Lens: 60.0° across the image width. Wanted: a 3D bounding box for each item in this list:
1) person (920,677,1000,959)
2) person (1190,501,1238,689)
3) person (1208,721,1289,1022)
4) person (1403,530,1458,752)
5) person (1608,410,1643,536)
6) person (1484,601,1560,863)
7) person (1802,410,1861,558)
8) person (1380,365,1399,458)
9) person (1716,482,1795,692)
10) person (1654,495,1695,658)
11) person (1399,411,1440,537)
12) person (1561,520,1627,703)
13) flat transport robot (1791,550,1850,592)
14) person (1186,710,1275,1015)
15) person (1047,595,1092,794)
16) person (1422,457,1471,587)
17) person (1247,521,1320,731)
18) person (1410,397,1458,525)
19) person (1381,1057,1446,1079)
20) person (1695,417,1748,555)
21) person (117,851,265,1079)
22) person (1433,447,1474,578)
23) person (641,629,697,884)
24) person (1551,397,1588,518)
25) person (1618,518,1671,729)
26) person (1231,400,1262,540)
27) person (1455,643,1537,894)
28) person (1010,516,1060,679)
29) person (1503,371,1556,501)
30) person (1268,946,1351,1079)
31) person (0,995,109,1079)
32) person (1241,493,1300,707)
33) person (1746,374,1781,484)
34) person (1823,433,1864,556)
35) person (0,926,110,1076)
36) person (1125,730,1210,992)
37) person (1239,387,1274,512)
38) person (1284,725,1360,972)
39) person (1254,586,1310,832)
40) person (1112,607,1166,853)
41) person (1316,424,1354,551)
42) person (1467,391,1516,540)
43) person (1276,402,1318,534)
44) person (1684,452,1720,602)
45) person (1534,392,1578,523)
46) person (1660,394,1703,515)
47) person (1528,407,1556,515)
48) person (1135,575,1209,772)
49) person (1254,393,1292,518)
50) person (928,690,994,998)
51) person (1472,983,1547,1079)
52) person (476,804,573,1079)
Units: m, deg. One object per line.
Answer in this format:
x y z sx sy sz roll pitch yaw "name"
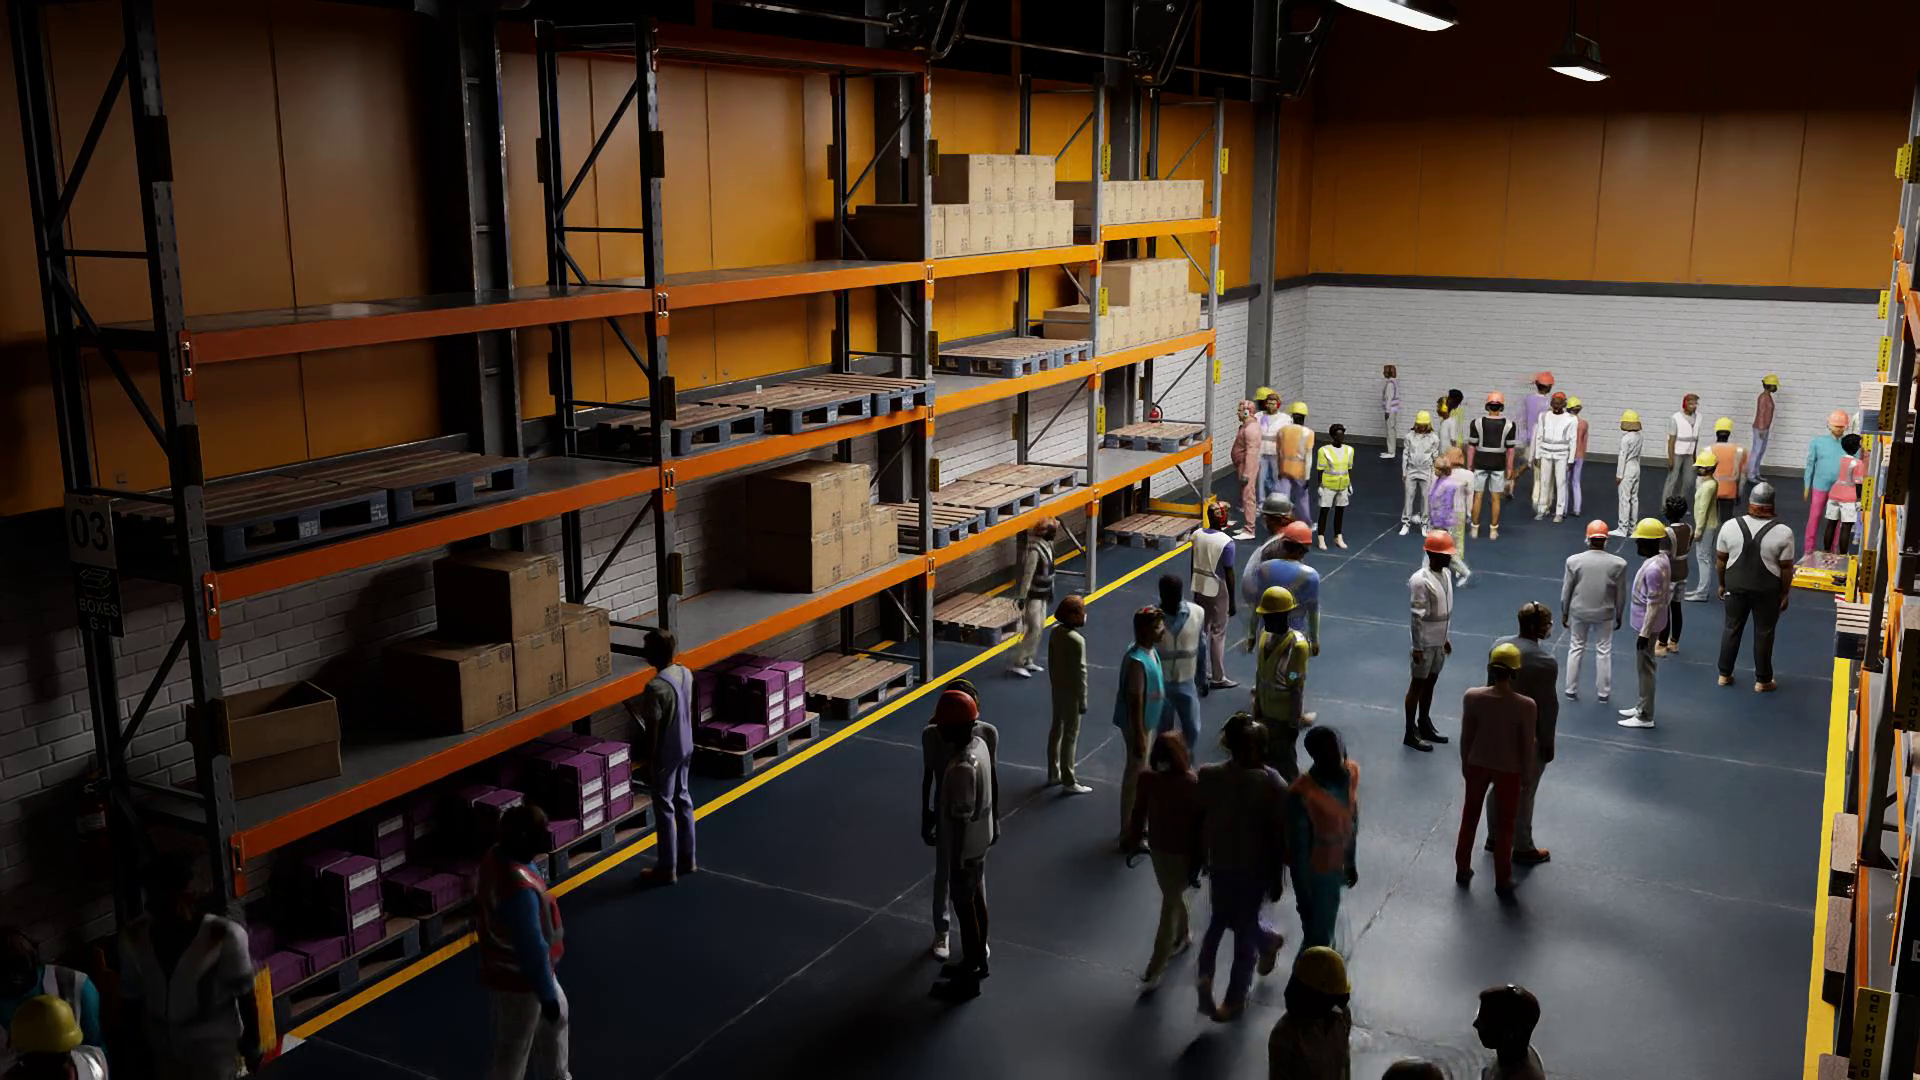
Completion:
0.002 1.768 10.608 0.509 1.863 0.326 0 13 -2 "person"
2.457 0.531 16.168 0.382 1.845 0.571 -8 15 -33 "person"
1.759 1.926 9.998 0.712 1.819 0.516 -11 17 -42 "person"
4.116 0.860 14.486 0.543 1.940 0.361 -12 17 -44 "person"
9.189 -0.921 22.924 0.485 1.737 0.322 -11 16 -39 "person"
4.098 1.388 12.127 0.354 1.935 0.636 -6 14 -24 "person"
11.133 -0.683 21.277 0.622 1.990 0.402 4 13 18 "person"
7.525 -2.252 29.125 0.318 1.631 0.514 4 13 18 "person"
7.717 0.440 16.138 0.688 2.000 0.539 10 16 39 "person"
7.340 0.376 17.206 0.535 1.697 0.318 -9 16 -36 "person"
6.318 -0.915 22.878 0.486 1.745 0.293 4 13 19 "person"
6.001 0.670 15.788 0.572 1.743 0.349 5 14 22 "person"
10.667 0.375 20.427 0.652 0.197 1.431 9 15 35 "flat transport robot"
1.622 1.941 9.876 0.563 1.843 0.658 4 13 19 "person"
0.884 1.240 13.477 0.282 1.631 0.503 -6 14 -24 "person"
5.811 -0.210 20.011 0.629 1.622 0.532 -2 13 -9 "person"
2.827 0.823 14.576 1.061 1.986 0.624 -10 16 -38 "person"
6.708 -1.093 23.512 0.890 1.829 0.543 0 13 -1 "person"
1.504 2.734 5.869 0.915 2.000 0.683 -10 16 -38 "person"
9.663 -0.614 21.167 0.588 1.902 0.683 4 13 19 "person"
-3.591 2.353 7.786 0.600 1.949 0.463 2 13 8 "person"
6.072 -0.342 20.560 0.503 1.631 0.283 3 13 15 "person"
-2.067 1.521 11.769 0.353 1.837 0.511 6 14 24 "person"
8.827 -1.189 24.084 0.522 1.757 0.350 -5 13 -21 "person"
6.184 0.747 15.024 0.379 1.923 0.595 6 14 24 "person"
3.894 -0.957 22.697 0.401 1.907 0.648 3 13 13 "person"
3.759 1.584 11.668 0.521 1.759 0.349 10 16 37 "person"
0.775 0.558 16.575 0.408 1.606 0.540 5 13 20 "person"
8.665 -1.542 25.072 0.857 2.024 0.612 -6 14 -26 "person"
1.535 2.573 7.287 0.484 1.737 0.339 -10 16 -38 "person"
-3.600 2.664 6.671 0.403 1.825 0.592 6 14 24 "person"
2.910 0.554 15.628 0.536 2.000 0.672 3 13 12 "person"
12.950 -1.790 26.774 0.338 1.760 0.530 10 16 38 "person"
11.270 -0.515 21.191 0.321 1.697 0.530 -4 13 -18 "person"
-4.051 2.530 7.269 0.625 1.833 0.434 -7 14 -29 "person"
1.294 1.949 10.398 0.505 1.581 0.846 11 17 40 "person"
4.466 -1.277 24.189 0.702 1.932 0.640 5 13 20 "person"
2.097 1.954 9.744 0.407 1.881 0.627 11 17 41 "person"
2.408 1.284 12.651 0.392 1.919 0.581 -6 14 -23 "person"
1.328 1.382 12.359 0.389 1.845 0.564 3 13 11 "person"
4.967 -0.706 22.048 0.539 1.696 0.317 -4 13 -16 "person"
7.226 -1.014 22.679 0.611 2.032 0.411 3 13 15 "person"
4.593 -0.937 22.660 0.598 1.871 0.980 10 16 37 "person"
8.671 -0.153 19.429 0.340 1.762 0.525 7 14 29 "person"
8.518 -1.192 23.815 0.576 1.880 0.357 9 15 35 "person"
10.467 -1.224 24.118 0.597 1.816 0.455 -6 14 -25 "person"
8.525 -1.140 24.163 0.529 1.611 0.471 6 14 27 "person"
1.701 1.157 13.289 0.645 1.876 0.487 -2 13 -8 "person"
4.486 -1.212 24.003 0.559 1.836 0.394 7 14 28 "person"
0.004 1.839 10.137 0.385 1.929 0.543 2 13 10 "person"
2.187 2.646 6.703 0.326 1.843 0.517 2 13 10 "person"
-2.156 2.228 8.638 0.745 1.815 0.666 -5 14 -22 "person"
